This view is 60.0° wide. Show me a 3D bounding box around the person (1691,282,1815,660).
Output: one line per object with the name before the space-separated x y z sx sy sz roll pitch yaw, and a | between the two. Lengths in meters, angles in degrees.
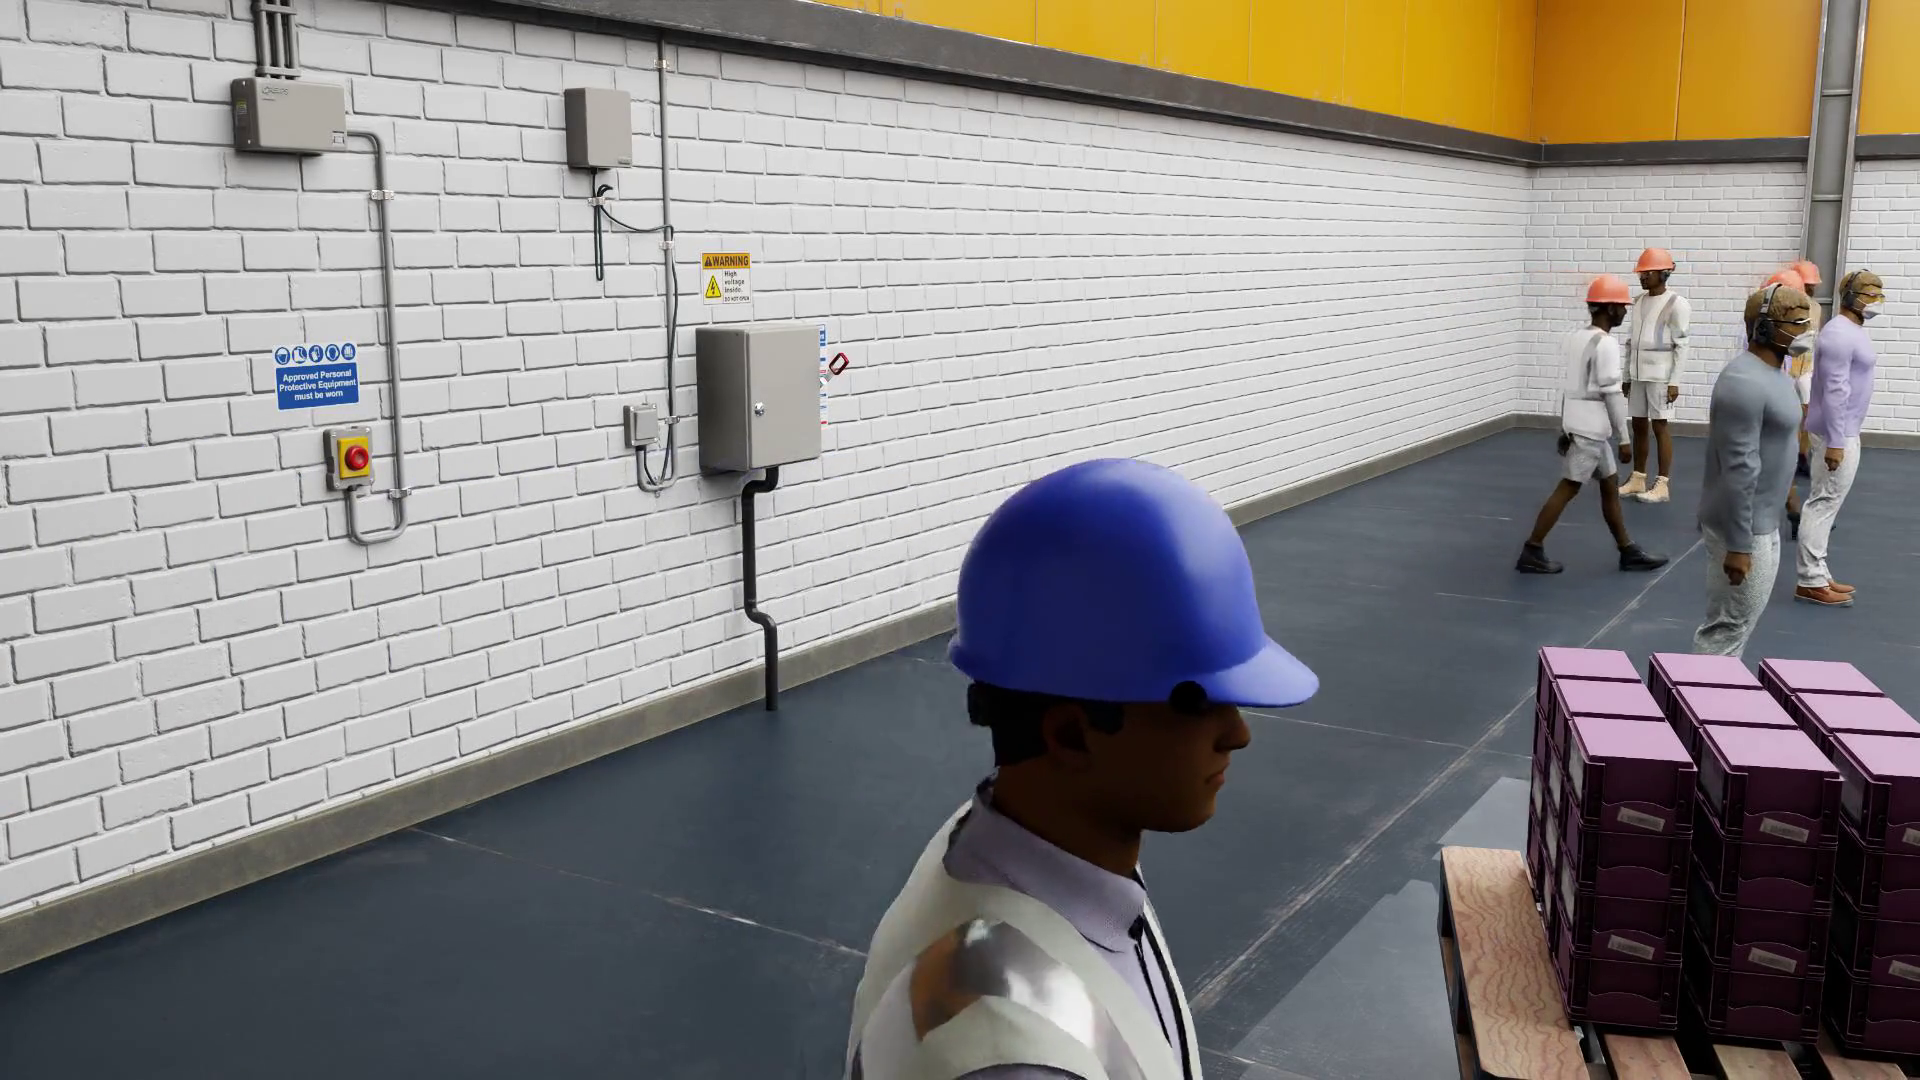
person | 3.078 -0.029 6.508 0.355 1.938 0.633 7 12 33

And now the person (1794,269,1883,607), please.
person | 5.090 -0.593 9.641 0.355 1.936 0.633 7 12 33

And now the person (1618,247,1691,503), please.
person | 5.535 -1.318 13.364 0.393 2.041 0.614 -3 11 -18

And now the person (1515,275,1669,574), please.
person | 3.982 -0.706 10.416 0.987 1.885 0.566 0 10 2

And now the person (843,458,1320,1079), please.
person | 0.181 0.885 1.487 0.803 1.914 0.634 2 10 10

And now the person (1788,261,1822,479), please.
person | 7.332 -1.470 14.563 0.555 1.908 0.705 -3 11 -14

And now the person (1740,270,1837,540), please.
person | 5.697 -0.924 11.616 0.566 1.884 0.967 -8 13 -37
